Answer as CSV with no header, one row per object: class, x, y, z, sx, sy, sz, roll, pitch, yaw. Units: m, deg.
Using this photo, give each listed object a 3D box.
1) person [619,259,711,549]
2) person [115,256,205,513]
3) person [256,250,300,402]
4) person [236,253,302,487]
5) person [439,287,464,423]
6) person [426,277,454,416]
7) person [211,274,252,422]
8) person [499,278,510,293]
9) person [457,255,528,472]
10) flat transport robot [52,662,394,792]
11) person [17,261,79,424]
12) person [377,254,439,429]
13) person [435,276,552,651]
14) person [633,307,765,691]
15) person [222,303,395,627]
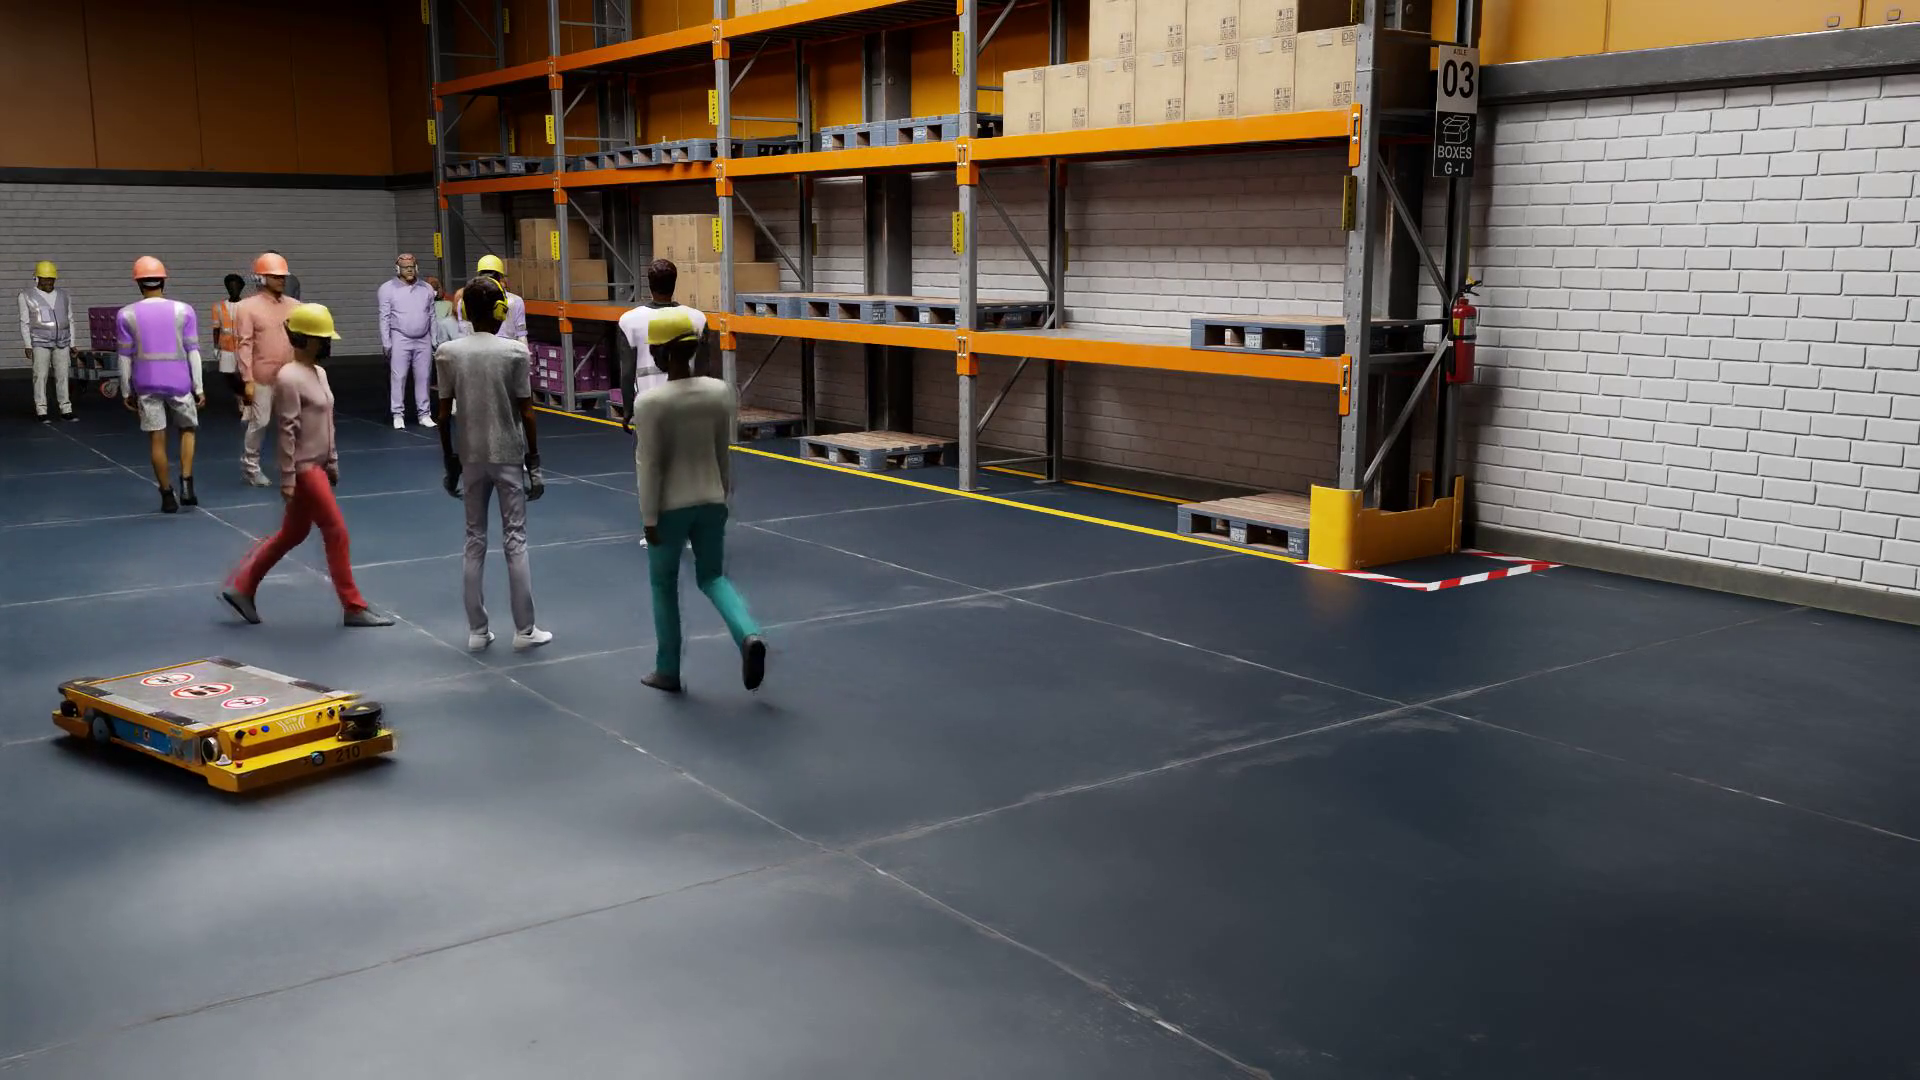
person,-1.934,-0.882,10.974,0.596,1.918,0.382,-3,11,-17
person,-6.006,-1.162,12.506,0.580,1.925,0.435,-5,11,-24
person,-8.693,-2.723,21.235,0.370,1.938,0.627,5,11,28
person,-5.615,-1.361,13.588,1.038,1.949,0.634,8,13,38
person,-4.521,-1.516,15.322,0.538,1.618,0.410,-1,10,-4
person,-6.175,-2.279,19.596,0.507,1.631,0.278,-8,13,-38
person,-8.232,-2.199,18.998,0.539,1.676,0.603,-2,10,-9
person,-5.410,-2.277,19.610,0.493,1.625,0.281,-9,14,-42
person,-4.073,-1.523,14.569,0.585,1.917,0.382,-2,10,-10
flat transport robot,-2.983,0.707,6.683,1.431,0.197,0.652,8,13,37
person,-10.252,-2.223,18.739,0.404,1.828,0.587,8,13,37
person,-6.012,-2.169,18.216,0.650,1.906,0.401,-8,13,-39
person,-2.318,-0.369,8.255,0.517,1.865,0.328,1,10,6
person,-1.177,-0.155,7.378,0.532,1.746,0.636,-9,14,-41
person,-3.505,-0.383,8.755,0.891,1.723,0.527,-1,10,-4
